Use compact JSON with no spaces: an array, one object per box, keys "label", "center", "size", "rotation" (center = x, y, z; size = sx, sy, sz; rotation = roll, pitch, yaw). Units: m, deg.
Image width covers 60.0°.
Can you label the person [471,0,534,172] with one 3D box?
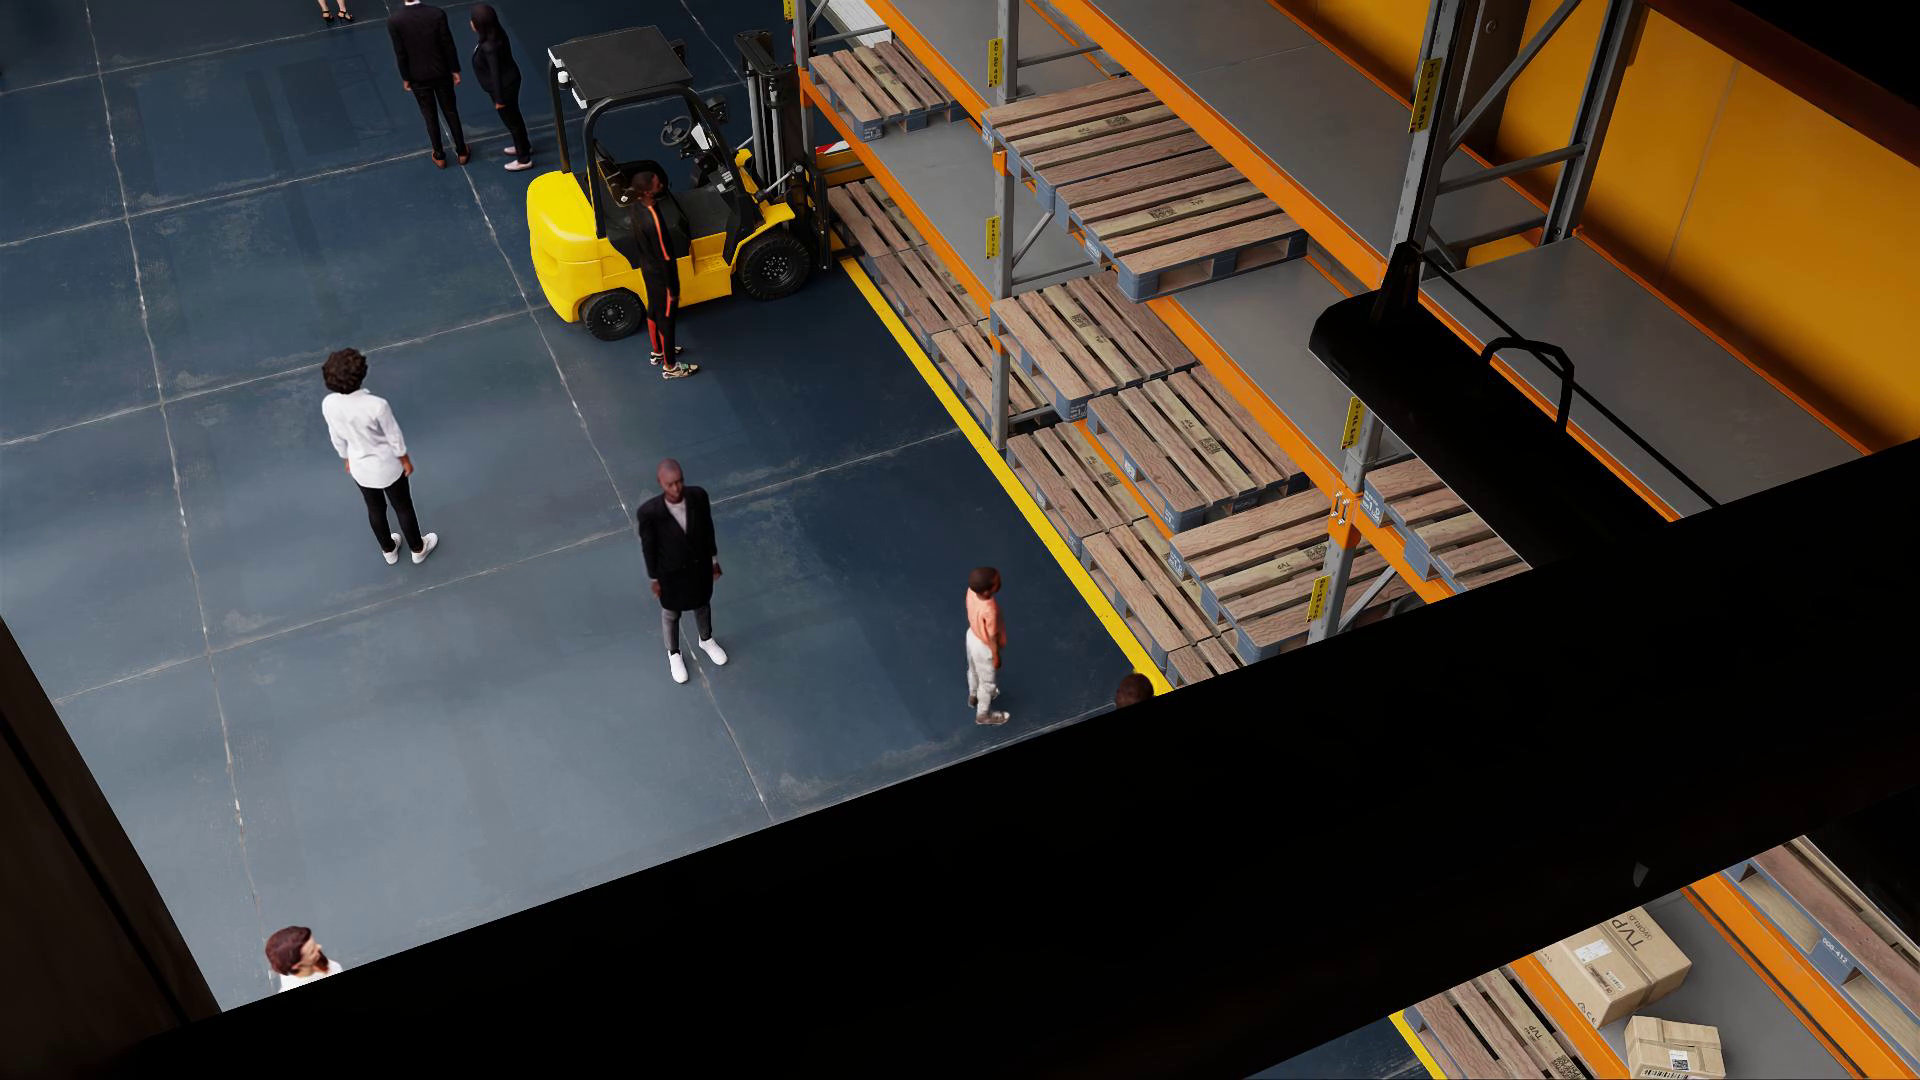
[{"label":"person","center":[-4.235,-4.224,15.452],"size":[0.757,1.612,0.646],"rotation":[-7,44,-7]}]

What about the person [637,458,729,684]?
[{"label":"person","center":[-1.794,0.160,10.742],"size":[0.659,1.761,0.577],"rotation":[-22,48,-21]}]

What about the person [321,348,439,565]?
[{"label":"person","center":[-4.032,-0.551,11.454],"size":[0.722,1.809,0.734],"rotation":[3,44,4]}]

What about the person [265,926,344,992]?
[{"label":"person","center":[-3.120,2.487,8.275],"size":[0.683,1.794,0.483],"rotation":[-23,48,-22]}]

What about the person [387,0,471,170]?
[{"label":"person","center":[-4.904,-4.327,15.364],"size":[0.709,1.884,0.562],"rotation":[-15,46,-15]}]

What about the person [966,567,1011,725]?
[{"label":"person","center":[0.141,0.651,10.554],"size":[0.538,1.310,0.411],"rotation":[-18,46,-18]}]

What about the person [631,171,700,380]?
[{"label":"person","center":[-2.376,-2.101,13.082],"size":[0.709,1.807,0.492],"rotation":[-22,48,-22]}]
